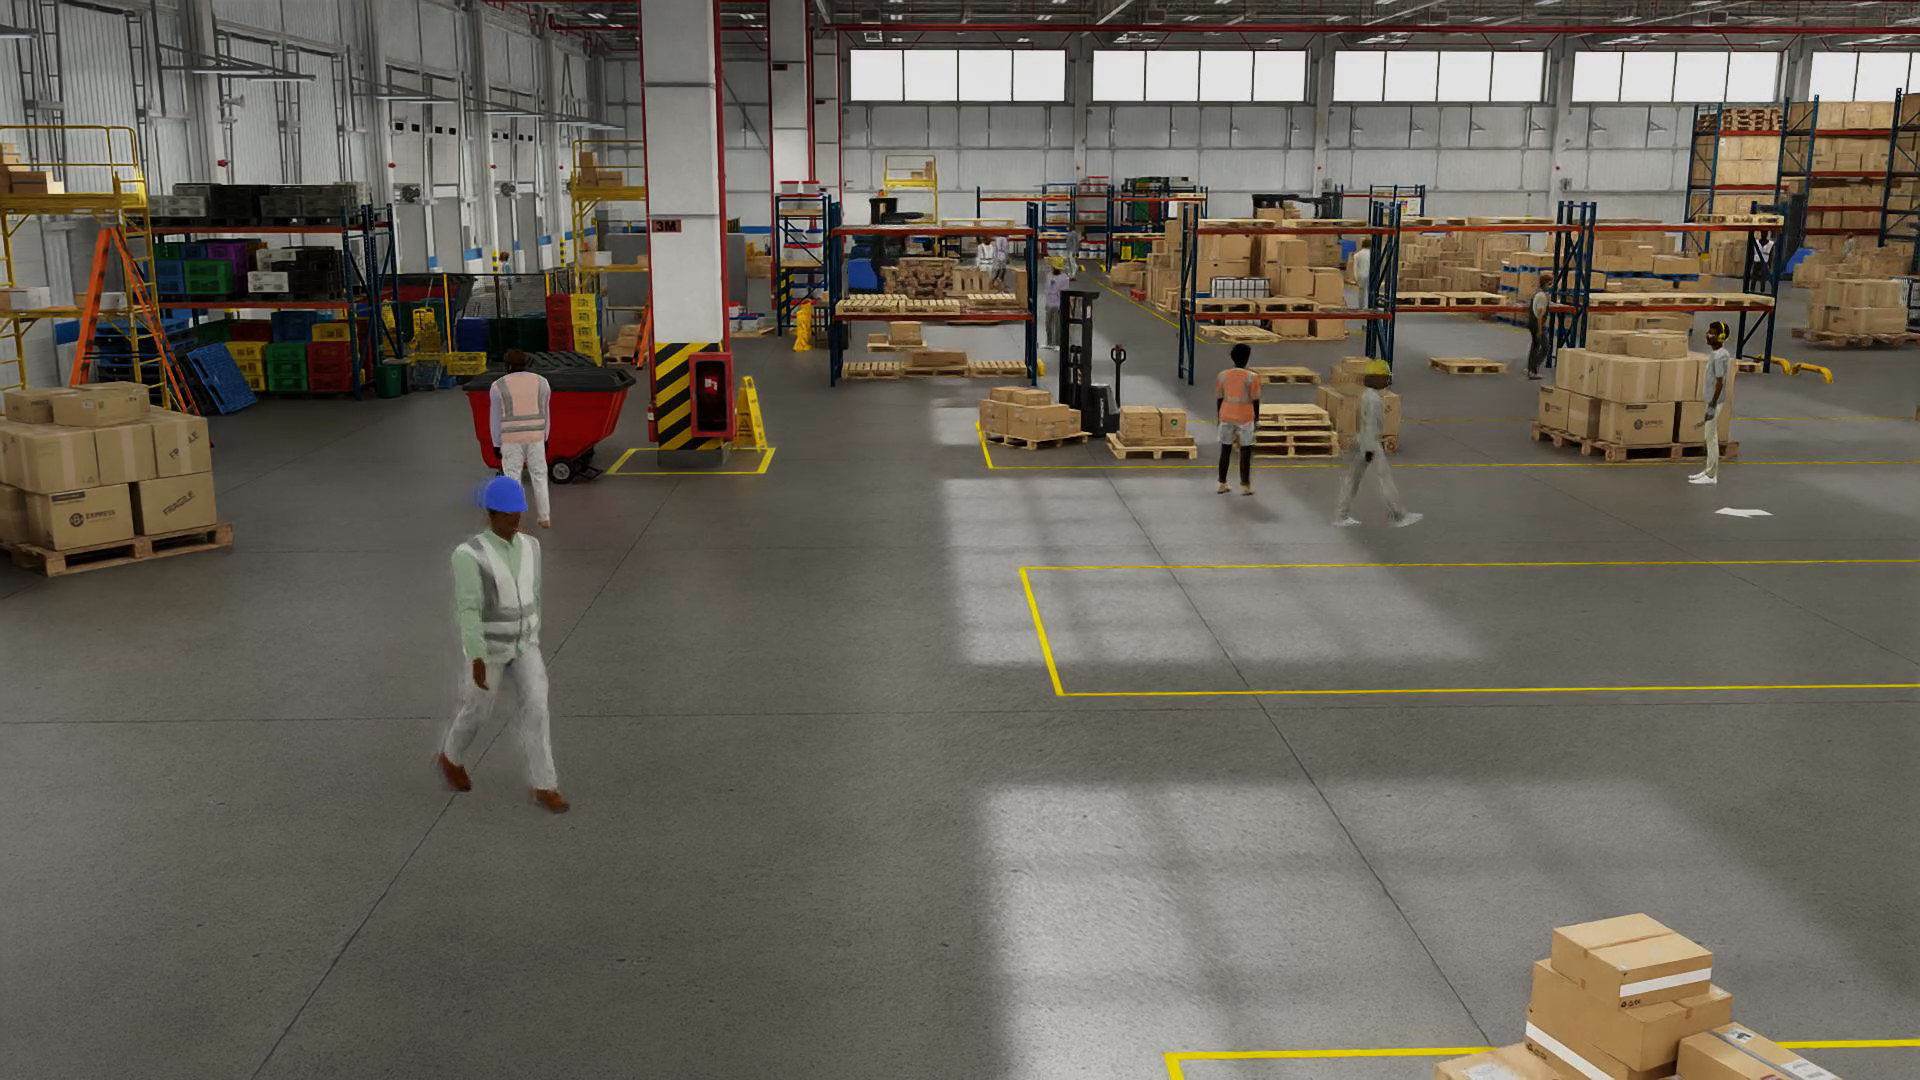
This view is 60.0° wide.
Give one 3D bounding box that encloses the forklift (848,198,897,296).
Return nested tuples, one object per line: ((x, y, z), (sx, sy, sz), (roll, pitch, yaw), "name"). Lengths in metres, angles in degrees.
((-2.159, -8.229, 46.877), (1.873, 2.768, 1.129), (8, 15, 31), "forklift")

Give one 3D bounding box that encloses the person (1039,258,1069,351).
((1.897, -4.707, 33.255), (0.648, 1.878, 0.499), (9, 15, 36), "person")

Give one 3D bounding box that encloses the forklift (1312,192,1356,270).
((13.324, -11.087, 59.776), (1.873, 2.768, 1.129), (-3, 13, -14), "forklift")

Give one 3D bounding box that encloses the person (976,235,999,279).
((0.819, -7.542, 46.065), (0.612, 1.867, 0.696), (-7, 15, -30), "person")

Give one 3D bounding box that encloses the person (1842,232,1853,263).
((29.324, -9.388, 55.012), (0.333, 1.608, 0.574), (3, 13, 12), "person")

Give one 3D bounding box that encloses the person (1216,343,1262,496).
((3.087, -1.335, 18.462), (0.533, 1.689, 0.323), (8, 15, 31), "person")

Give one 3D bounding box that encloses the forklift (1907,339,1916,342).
((20.590, -5.379, 34.005), (1.873, 2.768, 1.129), (0, 12, -2), "forklift")

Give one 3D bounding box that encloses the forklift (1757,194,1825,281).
((27.082, -9.801, 53.973), (1.873, 2.768, 1.129), (7, 14, 28), "forklift")

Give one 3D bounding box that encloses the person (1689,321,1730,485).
((8.619, -1.568, 19.089), (0.316, 1.875, 0.531), (5, 14, 23), "person")

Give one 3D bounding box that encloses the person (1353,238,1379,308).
((10.148, -6.576, 41.589), (0.641, 1.925, 0.562), (2, 13, 8), "person")

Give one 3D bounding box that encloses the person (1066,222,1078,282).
((3.638, -9.449, 54.538), (0.373, 1.935, 0.628), (-5, 13, -20), "person")

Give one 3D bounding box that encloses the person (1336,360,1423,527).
((4.225, -0.959, 16.718), (0.873, 1.693, 0.508), (1, 13, 5), "person")

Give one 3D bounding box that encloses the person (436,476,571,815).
((-2.623, 0.569, 9.384), (0.954, 1.916, 0.617), (10, 16, 37), "person")

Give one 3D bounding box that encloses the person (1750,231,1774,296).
((23.139, -8.000, 48.032), (0.593, 1.919, 0.392), (6, 14, 24), "person")

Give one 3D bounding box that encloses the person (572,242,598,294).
((-8.918, -6.106, 39.501), (0.559, 1.910, 0.724), (1, 13, 6), "person")

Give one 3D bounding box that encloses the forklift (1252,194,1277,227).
((10.004, -10.032, 55.017), (1.873, 2.768, 1.129), (-6, 14, -25), "forklift")

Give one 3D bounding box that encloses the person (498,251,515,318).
((-11.166, -6.260, 40.835), (0.313, 1.634, 0.515), (-10, 16, -38), "person")

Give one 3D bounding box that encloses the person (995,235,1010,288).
((1.290, -8.693, 51.265), (0.394, 1.892, 0.662), (-5, 13, -22), "person")

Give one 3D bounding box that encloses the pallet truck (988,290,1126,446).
((1.257, -2.299, 22.111), (1.885, 1.965, 0.823), (-9, 15, -35), "pallet truck")

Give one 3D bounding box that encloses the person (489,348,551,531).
((-4.395, -1.000, 16.648), (0.620, 1.837, 0.430), (-8, 15, -32), "person")

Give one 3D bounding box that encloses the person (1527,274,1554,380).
((9.945, -3.631, 28.494), (0.404, 1.831, 0.600), (2, 13, 8), "person")
